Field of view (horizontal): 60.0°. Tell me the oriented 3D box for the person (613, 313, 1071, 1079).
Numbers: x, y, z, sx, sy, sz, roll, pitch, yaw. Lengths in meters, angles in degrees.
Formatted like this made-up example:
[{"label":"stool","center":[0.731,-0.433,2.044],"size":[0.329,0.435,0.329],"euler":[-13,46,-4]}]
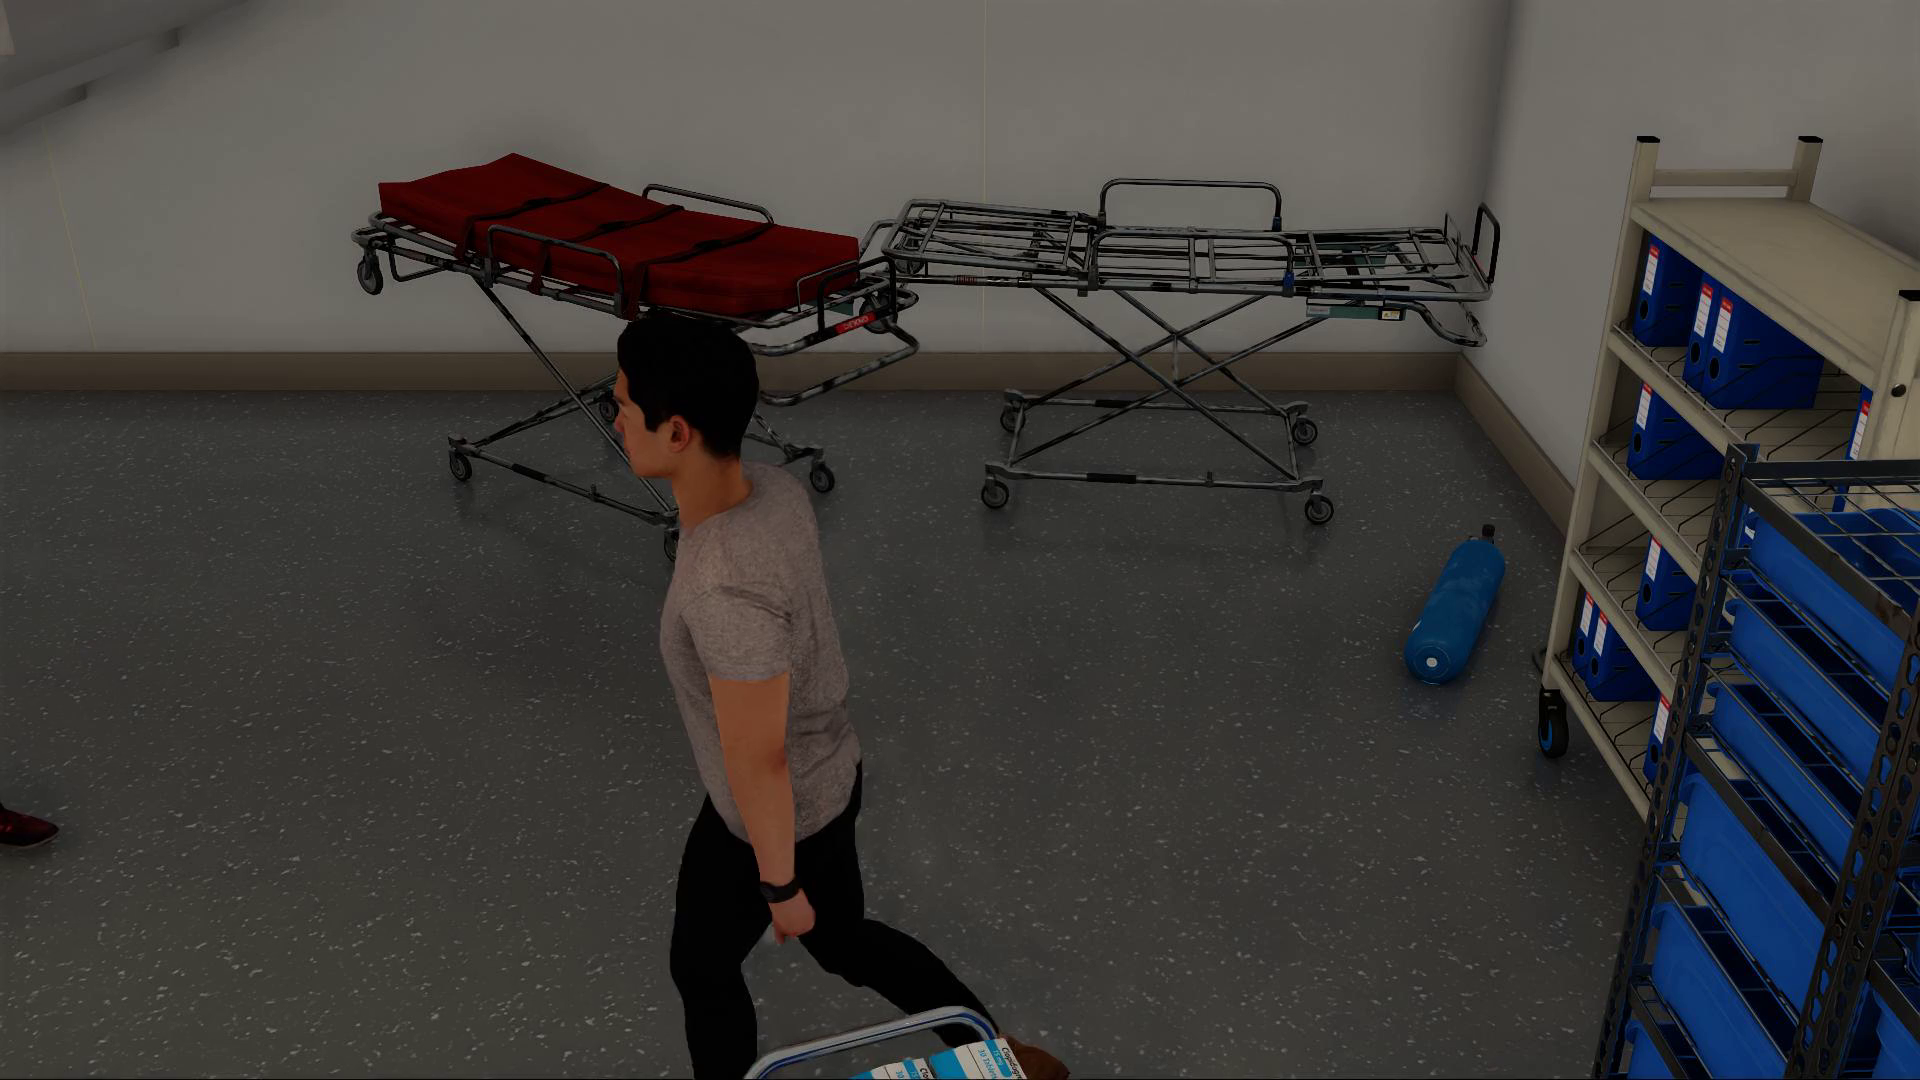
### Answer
[{"label":"person","center":[-0.217,0.454,2.804],"size":[1.105,1.674,0.714],"euler":[3,26,6]}]
